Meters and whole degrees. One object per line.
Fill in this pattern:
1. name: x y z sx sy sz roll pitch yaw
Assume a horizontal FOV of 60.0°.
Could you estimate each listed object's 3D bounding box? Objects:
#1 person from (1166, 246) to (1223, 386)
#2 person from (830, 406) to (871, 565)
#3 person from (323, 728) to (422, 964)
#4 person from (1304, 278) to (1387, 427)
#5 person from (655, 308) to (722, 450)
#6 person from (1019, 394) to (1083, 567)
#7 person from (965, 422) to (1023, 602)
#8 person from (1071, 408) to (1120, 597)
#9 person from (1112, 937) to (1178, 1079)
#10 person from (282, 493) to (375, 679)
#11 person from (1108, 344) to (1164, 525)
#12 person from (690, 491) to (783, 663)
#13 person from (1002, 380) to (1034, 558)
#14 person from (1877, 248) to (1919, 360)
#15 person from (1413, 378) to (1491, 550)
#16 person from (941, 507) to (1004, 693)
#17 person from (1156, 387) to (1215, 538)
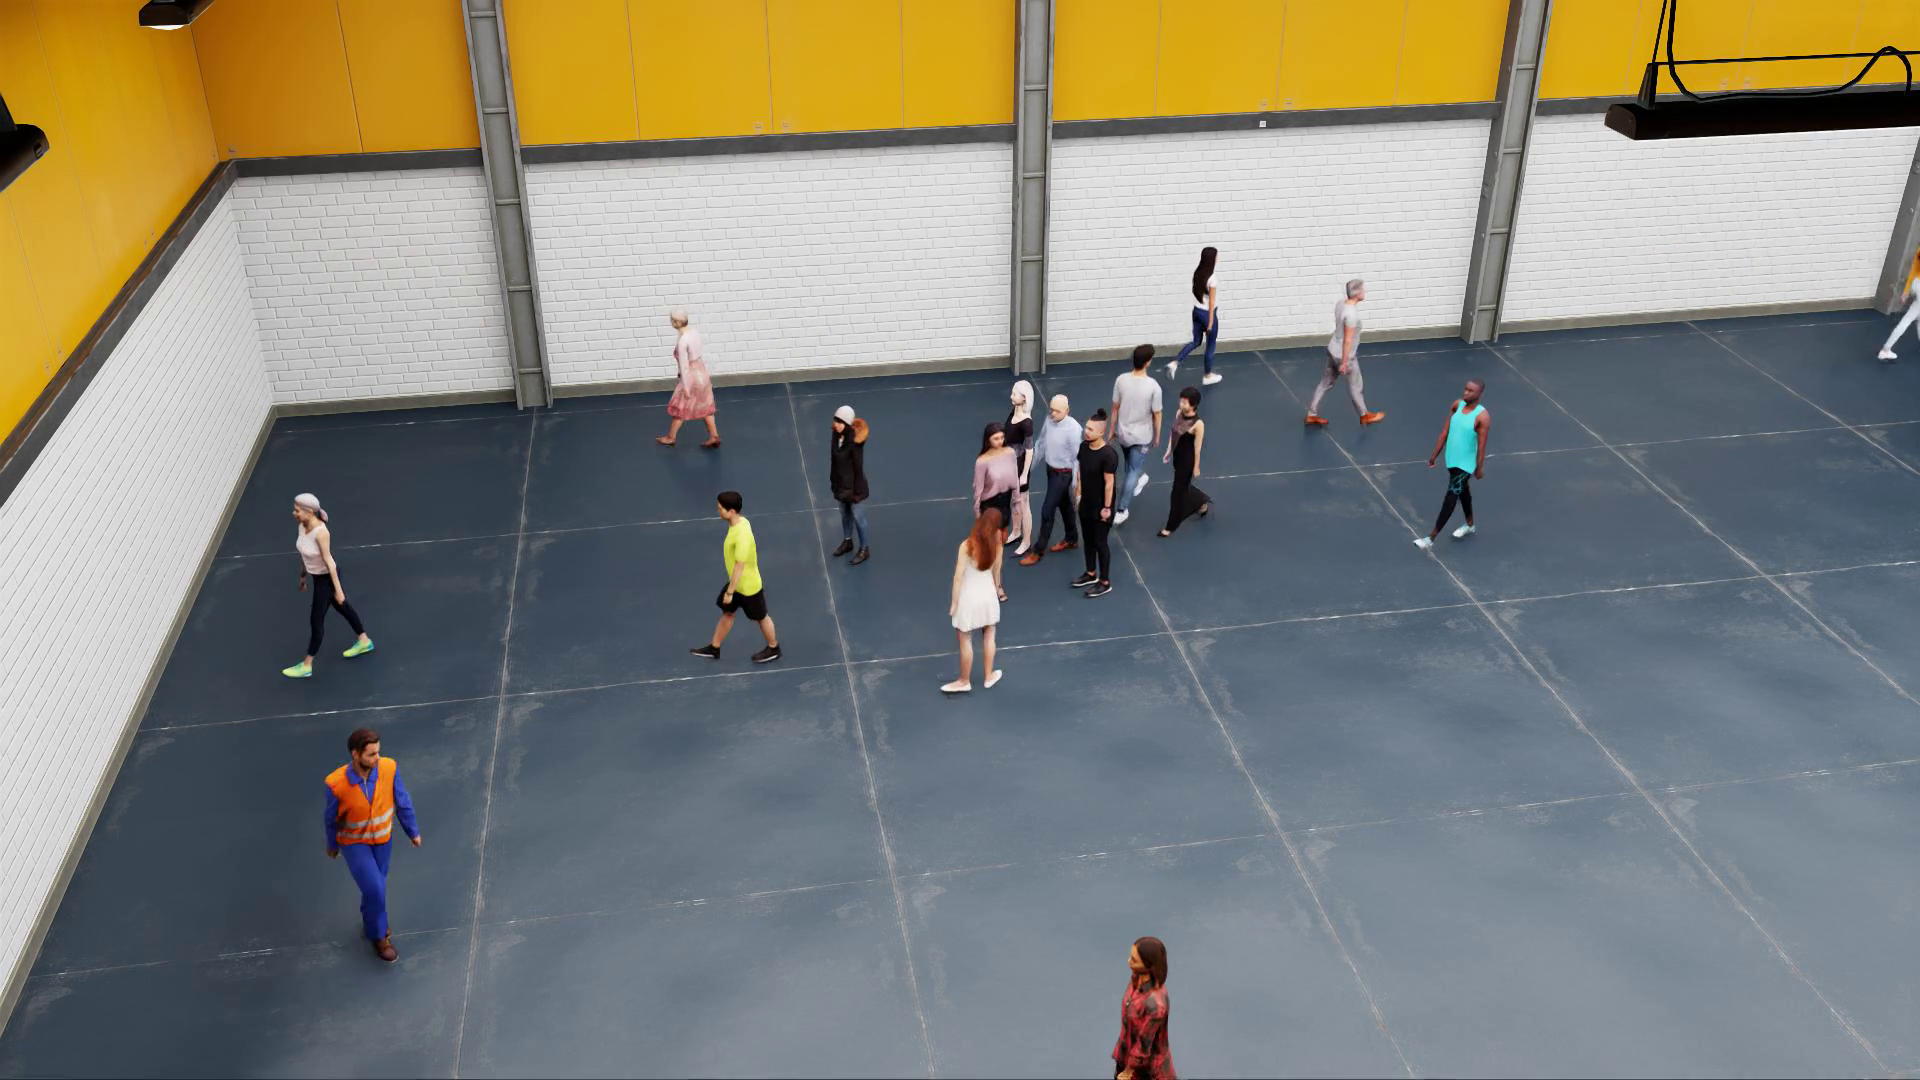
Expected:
1. person: 2.842 -2.647 19.871 1.059 1.758 0.775 -12 31 -21
2. person: -1.064 -0.554 16.168 0.724 1.631 0.762 25 37 38
3. person: -4.060 2.013 11.268 0.930 1.817 0.981 -21 35 -33
4. person: 4.225 -2.070 18.793 1.132 1.778 0.729 -4 29 -7
5. person: -2.860 -1.748 18.323 1.053 1.664 0.883 9 30 15
6. person: 1.039 -0.629 16.175 1.101 1.755 0.893 -13 31 -23
7. person: 0.283 -0.309 15.551 1.005 1.791 0.928 -18 33 -29
8. person: 1.281 -0.373 15.591 0.727 1.866 0.759 -17 33 -28
9. person: 1.108 2.978 9.624 0.633 1.696 0.622 -5 29 -10
10. person: -5.437 0.336 14.498 1.160 1.667 0.942 -22 35 -34
11. person: 1.742 -1.035 16.842 1.230 1.830 1.218 14 32 24
12. person: -1.798 0.342 14.485 1.077 1.670 0.761 -11 31 -20
13. person: 0.574 -0.705 16.238 0.559 1.830 0.623 -11 30 -19
14. person: 11.836 -3.008 20.600 1.217 1.694 0.691 -9 30 -15
15. person: 5.021 -0.772 16.420 1.206 1.773 0.835 -13 31 -23
16. person: 0.105 0.534 14.123 0.551 1.679 0.840 -17 33 -28
17. person: 2.312 -0.803 16.681 1.006 1.577 0.734 -13 31 -22
